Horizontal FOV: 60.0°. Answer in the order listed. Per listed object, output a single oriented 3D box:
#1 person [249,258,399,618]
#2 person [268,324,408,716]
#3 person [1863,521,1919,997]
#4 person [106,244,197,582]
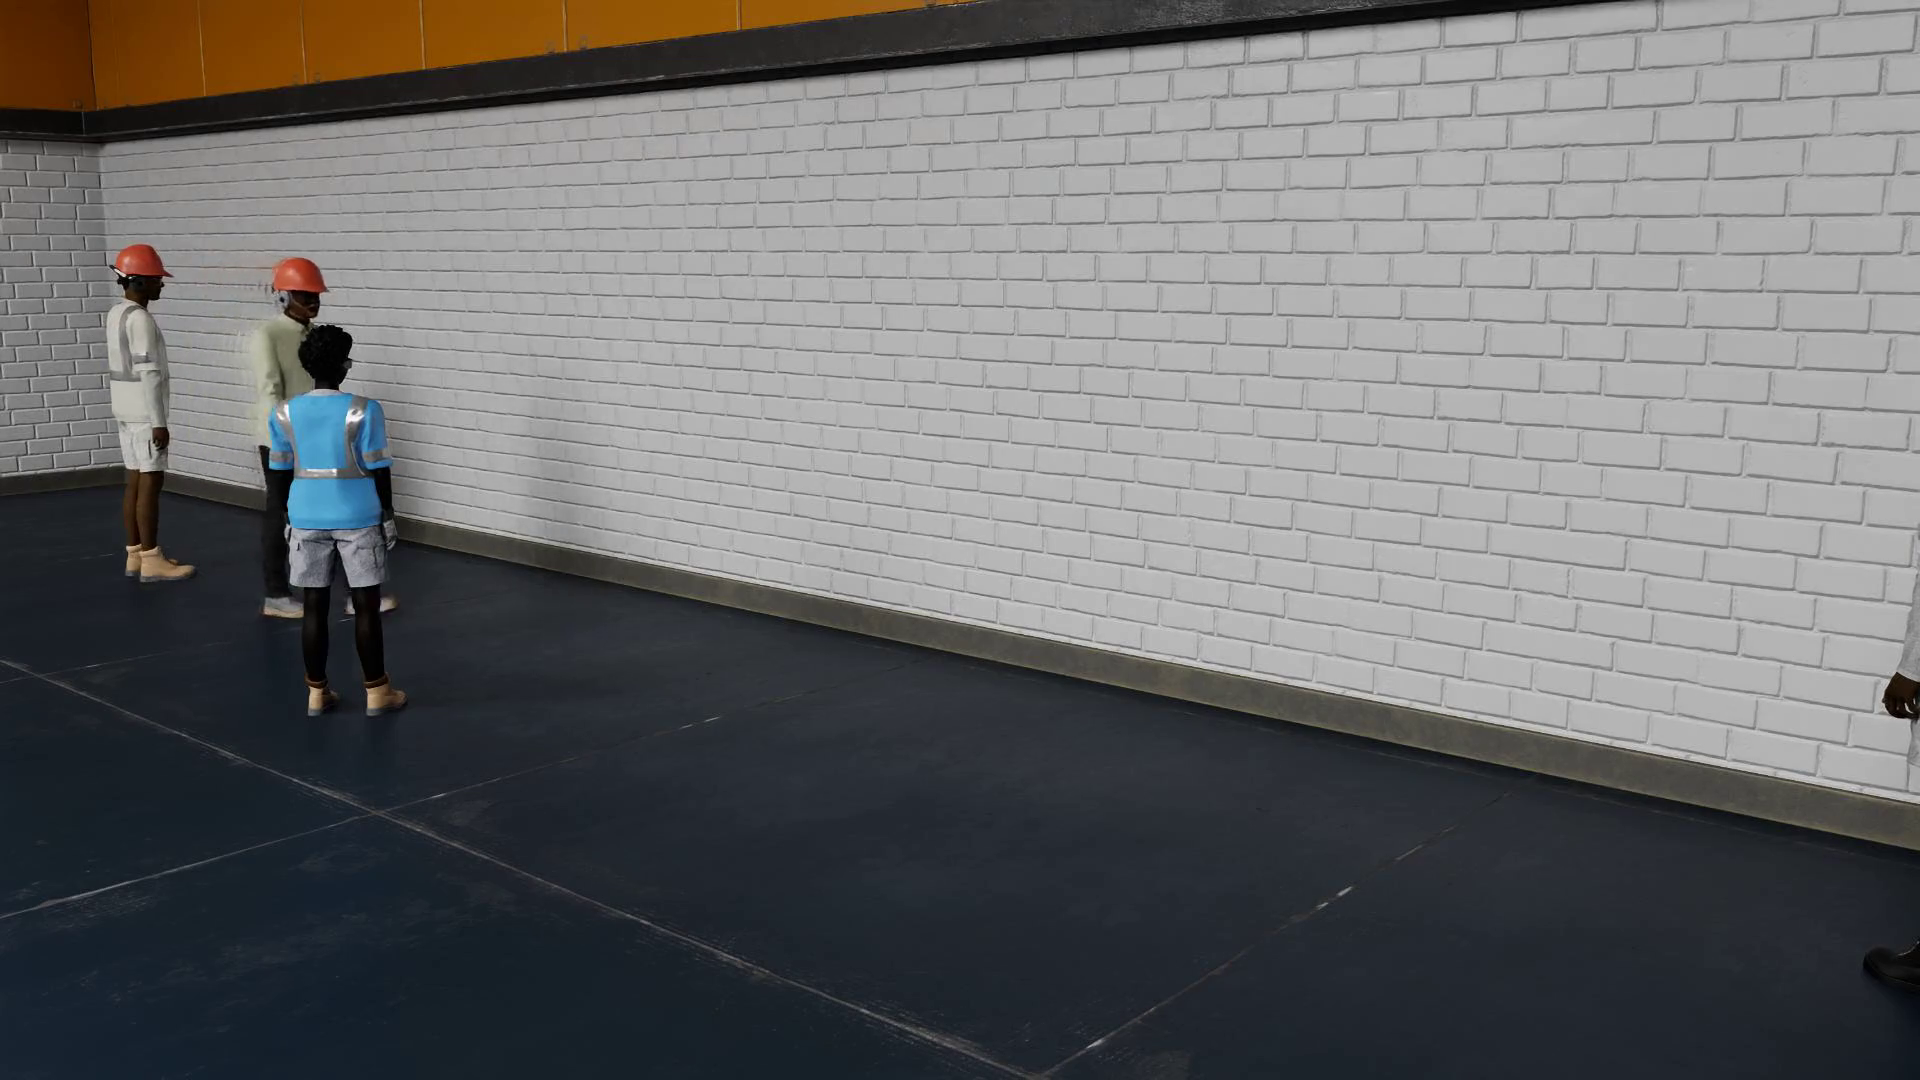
[{"bbox_3d":[-3.481,-0.525,8.986,0.889,1.957,0.611,4,11,22],"label":"person"},{"bbox_3d":[-2.687,-0.075,7.185,0.531,1.698,0.320,1,10,3],"label":"person"},{"bbox_3d":[2.735,0.291,4.450,0.543,1.928,0.373,-2,10,-12],"label":"person"},{"bbox_3d":[-4.957,-0.771,10.166,0.391,2.040,0.615,-9,13,-41],"label":"person"}]
